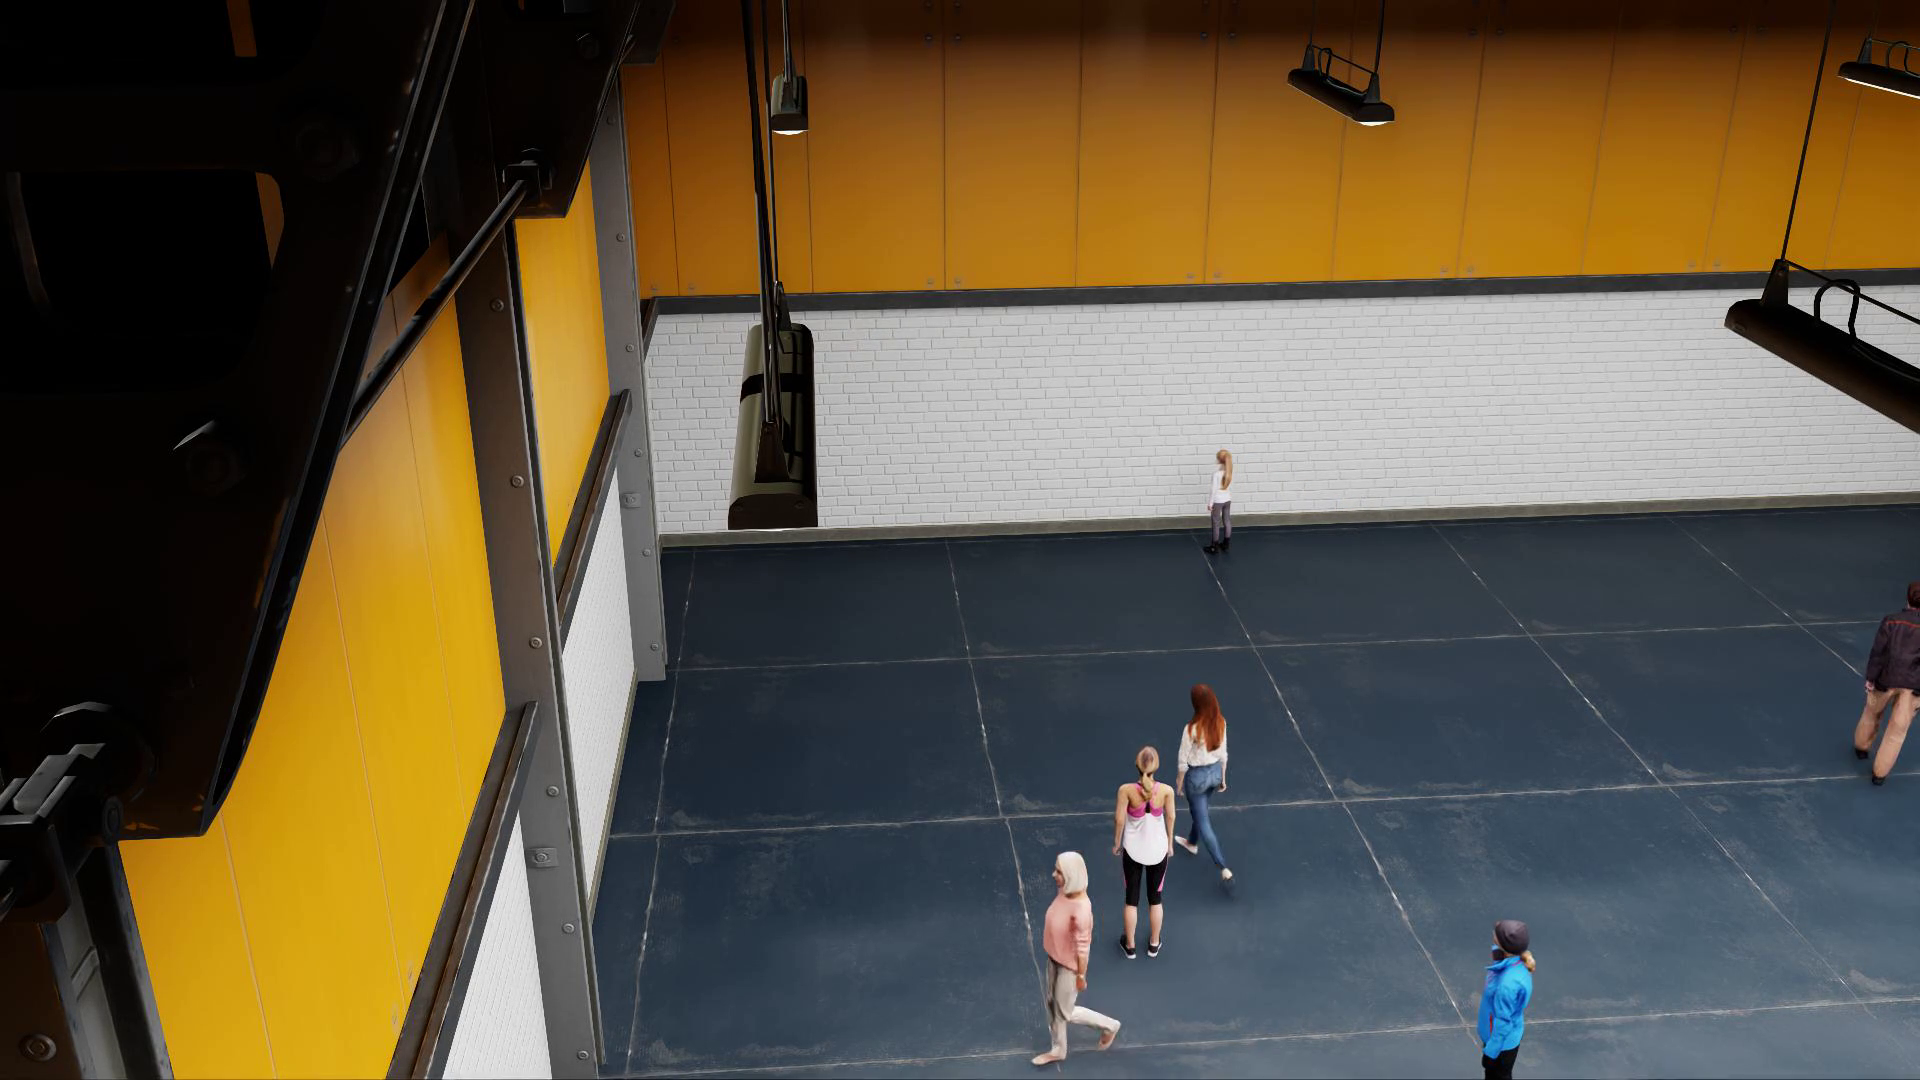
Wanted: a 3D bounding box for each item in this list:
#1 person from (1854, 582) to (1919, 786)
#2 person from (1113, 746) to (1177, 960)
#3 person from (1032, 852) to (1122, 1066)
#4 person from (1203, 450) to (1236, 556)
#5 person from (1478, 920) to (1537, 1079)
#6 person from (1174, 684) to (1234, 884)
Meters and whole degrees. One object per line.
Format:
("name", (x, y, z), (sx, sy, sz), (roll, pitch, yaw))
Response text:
("person", (8.308, 1.295, 14.709), (0.982, 1.906, 1.091), (12, 26, 25))
("person", (1.382, 2.341, 12.464), (0.619, 1.787, 0.534), (0, 24, 0))
("person", (0.808, 2.860, 11.370), (0.757, 1.711, 0.840), (-7, 24, -15))
("person", (3.067, -0.453, 19.489), (0.567, 1.280, 0.604), (-13, 27, -28))
("person", (3.450, 3.164, 10.564), (0.751, 1.801, 0.646), (12, 26, 26))
("person", (2.002, 1.981, 13.405), (0.847, 1.693, 1.175), (-10, 26, -22))
